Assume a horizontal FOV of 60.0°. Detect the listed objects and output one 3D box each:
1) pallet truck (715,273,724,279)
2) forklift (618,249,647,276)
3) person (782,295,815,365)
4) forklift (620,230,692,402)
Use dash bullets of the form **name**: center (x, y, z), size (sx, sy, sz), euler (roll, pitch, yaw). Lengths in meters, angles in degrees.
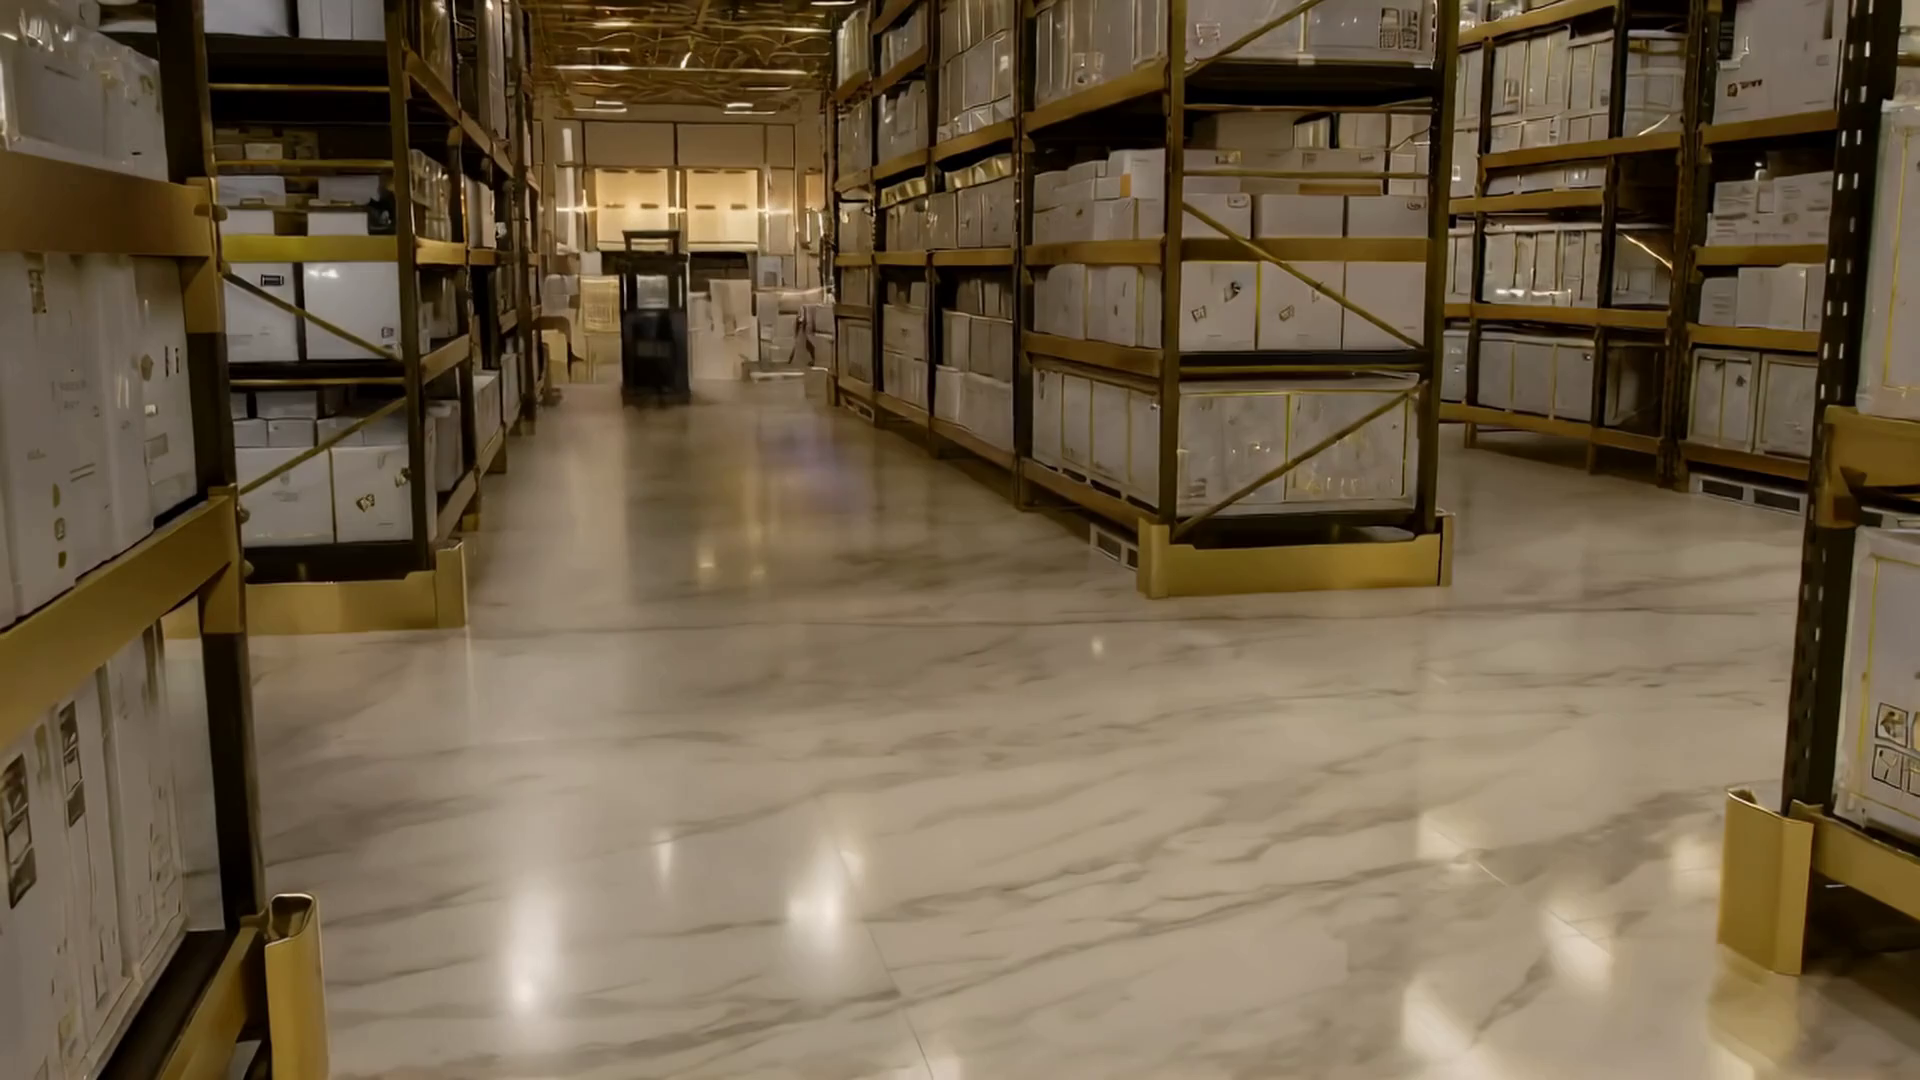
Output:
- **pallet truck**: center (-8.580, -8.986, 62.280), size (1.885, 1.965, 0.823), euler (1, 9, 5)
- **forklift**: center (-11.221, -8.596, 57.218), size (1.129, 2.768, 1.873), euler (-6, 11, -31)
- **person**: center (-3.632, -4.800, 37.992), size (0.884, 1.594, 0.531), euler (-4, 10, -21)
- **forklift**: center (-5.117, -3.756, 27.718), size (1.129, 2.768, 1.873), euler (-2, 10, -12)
